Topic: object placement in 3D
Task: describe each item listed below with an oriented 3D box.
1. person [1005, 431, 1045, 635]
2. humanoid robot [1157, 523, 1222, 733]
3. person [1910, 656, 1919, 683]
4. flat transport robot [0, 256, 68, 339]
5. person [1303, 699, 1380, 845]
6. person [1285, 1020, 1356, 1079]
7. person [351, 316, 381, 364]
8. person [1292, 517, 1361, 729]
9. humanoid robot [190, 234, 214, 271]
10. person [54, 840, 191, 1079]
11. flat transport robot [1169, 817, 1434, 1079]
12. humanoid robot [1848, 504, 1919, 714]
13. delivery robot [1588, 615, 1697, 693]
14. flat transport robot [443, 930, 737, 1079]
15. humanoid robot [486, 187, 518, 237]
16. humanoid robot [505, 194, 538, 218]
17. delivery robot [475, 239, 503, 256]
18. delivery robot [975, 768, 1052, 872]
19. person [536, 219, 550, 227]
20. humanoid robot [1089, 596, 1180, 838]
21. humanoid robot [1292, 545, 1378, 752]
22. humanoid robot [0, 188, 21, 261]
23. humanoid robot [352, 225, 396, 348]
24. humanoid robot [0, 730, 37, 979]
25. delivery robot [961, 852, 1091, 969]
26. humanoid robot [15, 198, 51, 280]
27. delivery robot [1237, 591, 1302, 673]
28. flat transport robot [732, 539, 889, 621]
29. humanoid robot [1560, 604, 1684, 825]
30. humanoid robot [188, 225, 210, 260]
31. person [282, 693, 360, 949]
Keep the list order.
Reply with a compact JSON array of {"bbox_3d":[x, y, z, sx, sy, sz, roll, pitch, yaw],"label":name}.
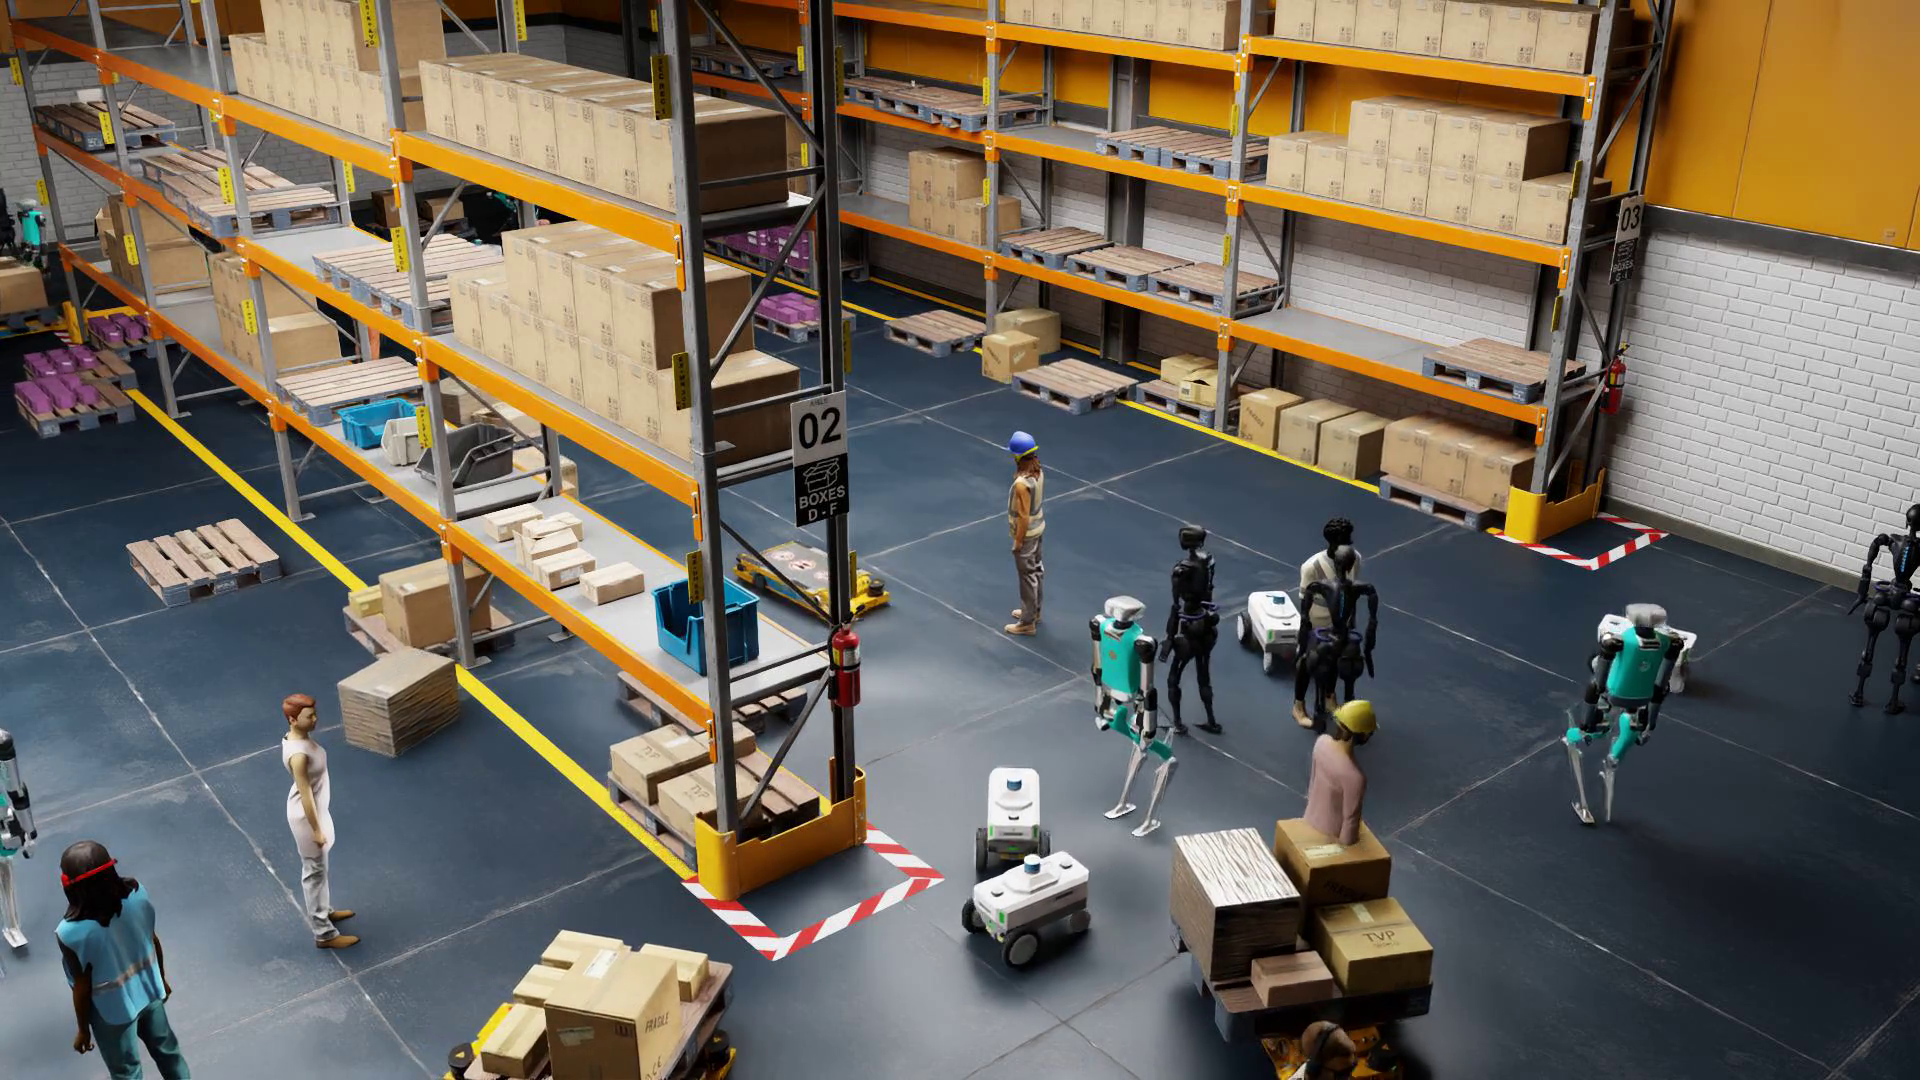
[{"bbox_3d":[0.535,-0.057,13.875,0.323,1.775,0.470,8,24,17],"label":"person"},{"bbox_3d":[1.750,0.674,12.323,0.429,1.643,0.603,18,29,36],"label":"humanoid robot"},{"bbox_3d":[7.818,0.262,12.954,0.546,1.926,0.388,13,27,27],"label":"person"},{"bbox_3d":[-12.746,-2.835,22.208,1.431,0.231,0.659,-21,31,-40],"label":"flat transport robot"},{"bbox_3d":[2.132,1.724,9.787,0.574,1.738,0.539,-9,25,-19],"label":"person"},{"bbox_3d":[1.565,2.827,7.165,0.952,1.795,0.531,18,29,36],"label":"person"},{"bbox_3d":[-7.177,-2.724,20.076,0.506,1.755,0.321,15,27,31],"label":"person"},{"bbox_3d":[2.749,0.606,12.449,0.535,1.691,0.319,-11,26,-23],"label":"person"},{"bbox_3d":[-10.710,-4.071,23.270,0.797,1.802,0.541,-4,24,-8],"label":"humanoid robot"},{"bbox_3d":[-4.155,2.315,8.268,0.395,1.865,0.522,11,26,24],"label":"person"},{"bbox_3d":[1.939,2.616,9.585,0.659,0.231,1.431,-5,24,-11],"label":"flat transport robot"},{"bbox_3d":[7.125,0.505,12.680,0.599,1.657,0.315,16,28,33],"label":"humanoid robot"},{"bbox_3d":[5.451,0.865,13.300,0.805,0.612,0.499,14,27,30],"label":"delivery robot"},{"bbox_3d":[-2.008,2.843,9.059,1.431,0.231,0.659,6,24,14],"label":"flat transport robot"},{"bbox_3d":[-7.368,-5.735,27.116,0.887,1.787,0.585,8,25,18],"label":"humanoid robot"},{"bbox_3d":[-6.913,-5.487,26.506,0.555,1.746,0.988,-20,30,-38],"label":"humanoid robot"},{"bbox_3d":[-7.219,-4.231,25.104,0.499,0.614,0.815,12,26,26],"label":"delivery robot"},{"bbox_3d":[0.356,1.848,11.023,0.499,0.610,0.804,1,23,2],"label":"delivery robot"},{"bbox_3d":[-5.065,-3.015,20.560,0.410,1.909,0.638,8,25,17],"label":"person"},{"bbox_3d":[1.221,1.127,11.142,0.701,1.744,0.530,-20,30,-38],"label":"humanoid robot"},{"bbox_3d":[2.712,0.808,12.017,0.589,1.657,0.458,2,23,4],"label":"humanoid robot"},{"bbox_3d":[-14.132,-4.613,24.605,0.696,1.638,0.611,-3,24,-8],"label":"humanoid robot"},{"bbox_3d":[-7.654,-3.218,21.344,0.687,1.632,0.608,13,27,28],"label":"humanoid robot"},{"bbox_3d":[-5.786,1.748,9.813,0.542,1.831,0.757,-19,30,-38],"label":"humanoid robot"},{"bbox_3d":[0.420,2.208,10.165,0.774,0.592,0.499,-15,27,-31],"label":"delivery robot"},{"bbox_3d":[-12.468,-3.614,22.161,0.535,1.791,0.735,15,27,30],"label":"humanoid robot"},{"bbox_3d":[2.596,0.712,13.655,0.499,0.612,0.813,-2,23,-4],"label":"delivery robot"},{"bbox_3d":[-1.346,0.347,14.840,0.659,0.231,1.431,-21,31,-39],"label":"flat transport robot"},{"bbox_3d":[4.339,1.179,11.158,0.543,1.847,0.782,-1,23,-3],"label":"humanoid robot"},{"bbox_3d":[-11.633,-4.851,25.108,0.615,1.648,0.452,12,26,26],"label":"humanoid robot"},{"bbox_3d":[-3.885,1.672,10.017,0.291,1.657,0.449,-8,25,-18],"label":"person"}]
